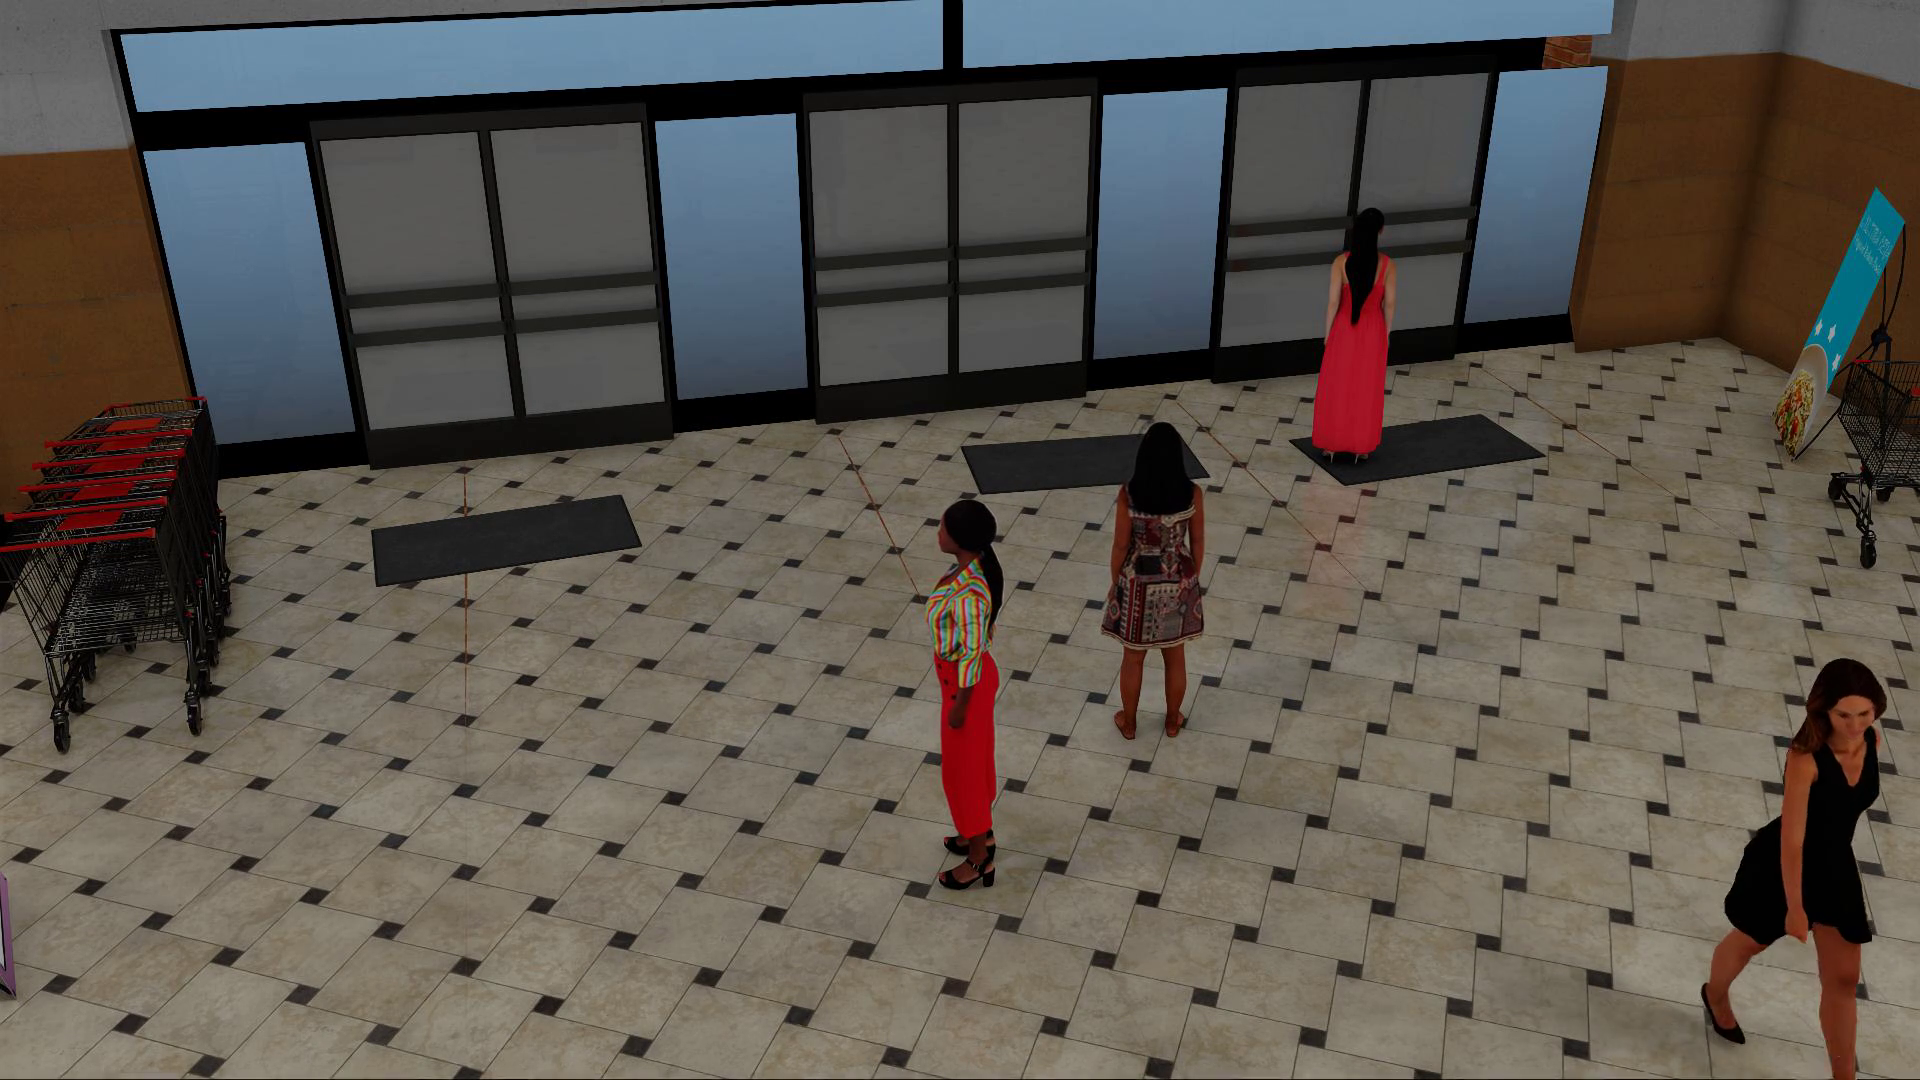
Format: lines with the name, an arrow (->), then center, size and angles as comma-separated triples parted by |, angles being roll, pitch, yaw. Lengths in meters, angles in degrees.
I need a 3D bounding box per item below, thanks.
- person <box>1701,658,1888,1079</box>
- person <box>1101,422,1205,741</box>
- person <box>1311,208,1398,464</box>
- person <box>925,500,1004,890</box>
person -> 2.849, 1.161, 5.836 | 0.693, 1.793, 1.070 | -13, 30, -24
person -> 0.926, 0.217, 7.889 | 0.695, 1.619, 0.606 | -1, 27, -2
person -> 2.573, -1.306, 10.773 | 0.703, 1.727, 0.710 | 5, 27, 10
person -> 0.033, 0.647, 6.849 | 0.722, 1.793, 0.588 | 3, 27, 6
